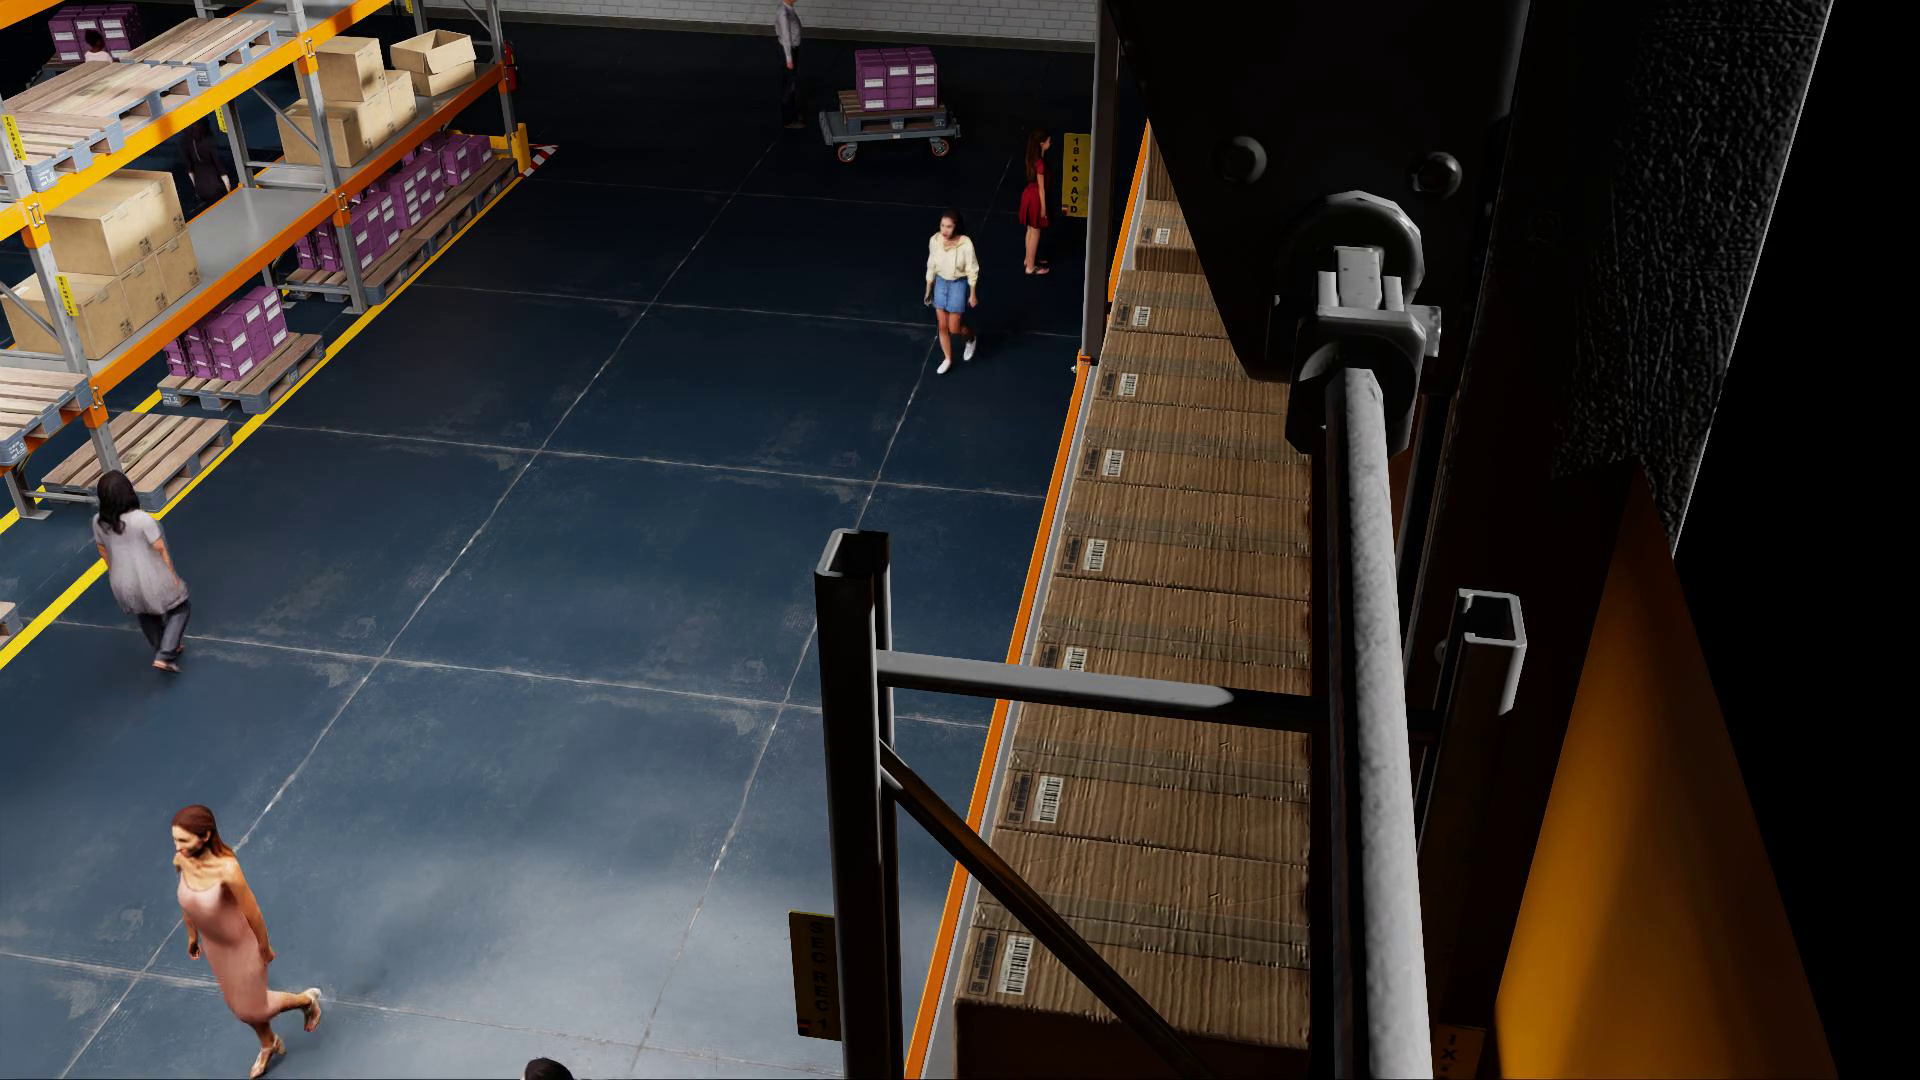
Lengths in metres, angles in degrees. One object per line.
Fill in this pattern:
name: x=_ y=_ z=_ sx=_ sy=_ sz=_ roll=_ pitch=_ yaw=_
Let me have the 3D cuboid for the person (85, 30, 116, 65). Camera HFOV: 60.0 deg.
person: x=-10.400 y=-5.520 z=20.303 sx=0.554 sy=1.448 sz=0.484 roll=7 pitch=34 yaw=10

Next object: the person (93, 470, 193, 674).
person: x=-5.645 y=0.279 z=11.442 sx=0.665 sy=1.600 sz=0.750 roll=3 pitch=34 yaw=5

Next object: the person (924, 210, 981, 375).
person: x=-0.027 y=-2.316 z=15.330 sx=0.795 sy=1.617 sz=0.847 roll=21 pitch=39 yaw=28

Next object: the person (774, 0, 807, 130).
person: x=-2.154 y=-6.111 z=20.859 sx=0.745 sy=1.818 sz=0.564 roll=0 pitch=34 yaw=-1

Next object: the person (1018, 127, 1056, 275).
person: x=0.787 y=-3.519 z=17.200 sx=0.702 sy=1.551 sz=0.644 roll=-7 pitch=34 yaw=-11

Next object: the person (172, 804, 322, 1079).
person: x=-3.691 y=2.029 z=8.612 sx=0.700 sy=1.817 sz=0.803 roll=15 pitch=36 yaw=21
